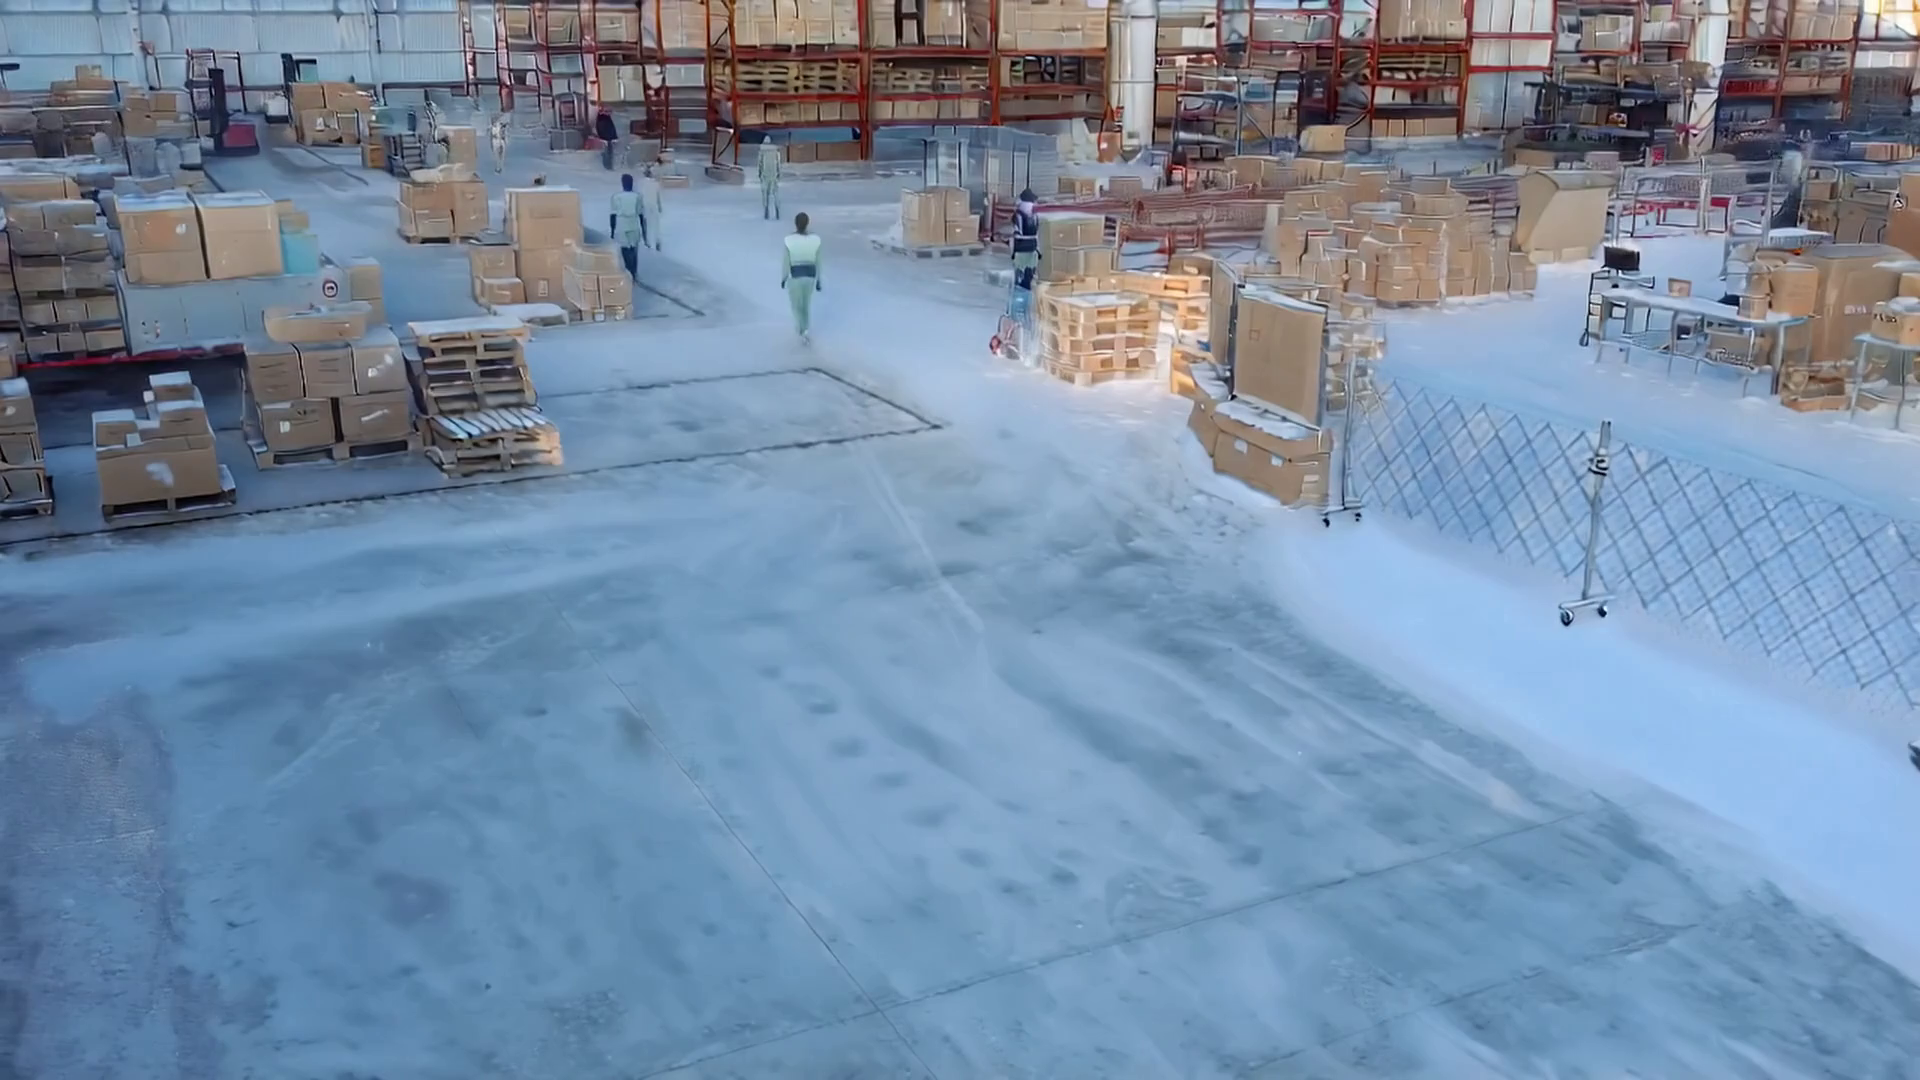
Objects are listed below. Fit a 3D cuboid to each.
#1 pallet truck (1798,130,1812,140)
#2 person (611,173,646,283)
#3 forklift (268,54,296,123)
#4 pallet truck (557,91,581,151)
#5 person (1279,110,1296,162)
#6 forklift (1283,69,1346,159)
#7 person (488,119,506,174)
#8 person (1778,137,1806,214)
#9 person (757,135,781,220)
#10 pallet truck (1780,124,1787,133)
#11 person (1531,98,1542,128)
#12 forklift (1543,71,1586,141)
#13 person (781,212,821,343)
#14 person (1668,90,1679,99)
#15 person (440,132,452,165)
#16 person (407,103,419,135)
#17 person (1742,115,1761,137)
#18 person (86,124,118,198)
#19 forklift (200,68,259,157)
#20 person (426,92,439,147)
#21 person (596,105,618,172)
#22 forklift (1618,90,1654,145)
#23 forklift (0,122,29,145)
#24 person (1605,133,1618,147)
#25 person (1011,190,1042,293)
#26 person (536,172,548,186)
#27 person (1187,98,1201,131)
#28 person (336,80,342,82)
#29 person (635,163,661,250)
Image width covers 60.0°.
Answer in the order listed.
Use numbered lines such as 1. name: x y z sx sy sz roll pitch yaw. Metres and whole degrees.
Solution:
1. pallet truck: 25.526 -11.556 49.408 1.630 1.274 0.653 -9 20 -26
2. person: -5.920 -5.581 29.771 0.606 1.937 0.916 -7 19 -21
3. forklift: -28.361 -19.144 70.516 1.873 2.768 1.129 -9 20 -26
4. pallet truck: -13.495 -14.412 57.188 0.823 1.965 1.885 -3 18 -9
5. person: 10.416 -12.848 52.917 0.517 1.614 0.500 -4 18 -11
6. forklift: 11.615 -13.871 54.079 1.129 2.768 1.873 -9 20 -27
7. person: -13.734 -11.698 49.382 0.499 1.593 0.849 -3 18 -10
8. person: 19.869 -8.684 39.662 0.632 1.797 0.653 -1 18 -4
9. person: -4.415 -8.388 38.517 0.542 1.930 0.374 -5 19 -16
10. pallet truck: 25.206 -12.542 52.601 1.601 1.201 0.680 0 18 -2
11. person: 19.878 -14.364 57.416 0.329 1.765 0.533 16 24 40
12. forklift: 18.685 -13.231 52.085 1.873 2.768 1.129 -9 20 -26
13. person: -2.305 -3.864 24.462 0.595 1.897 0.802 -9 20 -26
14. person: 25.801 -15.424 60.346 0.383 1.996 0.609 16 23 40
15. person: -13.490 -9.871 43.626 0.423 1.622 0.531 -1 18 -4
16. person: -18.181 -13.656 55.315 0.316 1.695 0.542 6 19 18
17. person: 23.030 -11.495 48.475 0.549 1.752 0.407 1 18 3
18. person: -22.131 -9.782 42.954 1.034 1.878 0.651 1 18 2
19. forklift: -24.369 -14.147 54.940 1.873 2.768 1.129 -9 20 -26
20. person: -18.568 -14.813 58.581 0.391 1.912 0.589 -12 21 -33
21. person: -10.540 -11.994 49.726 0.770 1.955 0.369 10 20 28
22. forklift: 23.576 -14.997 57.589 1.873 2.768 1.129 -9 20 -26
23. forklift: -34.388 -15.480 59.095 1.873 2.768 1.129 -9 20 -26
24. person: 19.197 -11.747 48.975 0.544 1.939 0.354 -11 21 -30
25. person: 1.094 -4.730 27.102 0.551 1.935 0.375 -9 20 -26
26. person: -7.760 -5.928 30.966 0.537 1.855 0.579 -15 23 -40
27. person: 8.576 -15.449 60.972 0.533 1.662 0.869 -1 18 -2
28. person: -25.214 -17.783 67.847 0.576 1.896 0.915 1 18 2
29. person: -6.318 -6.769 33.780 0.526 1.740 0.769 -6 19 -18
